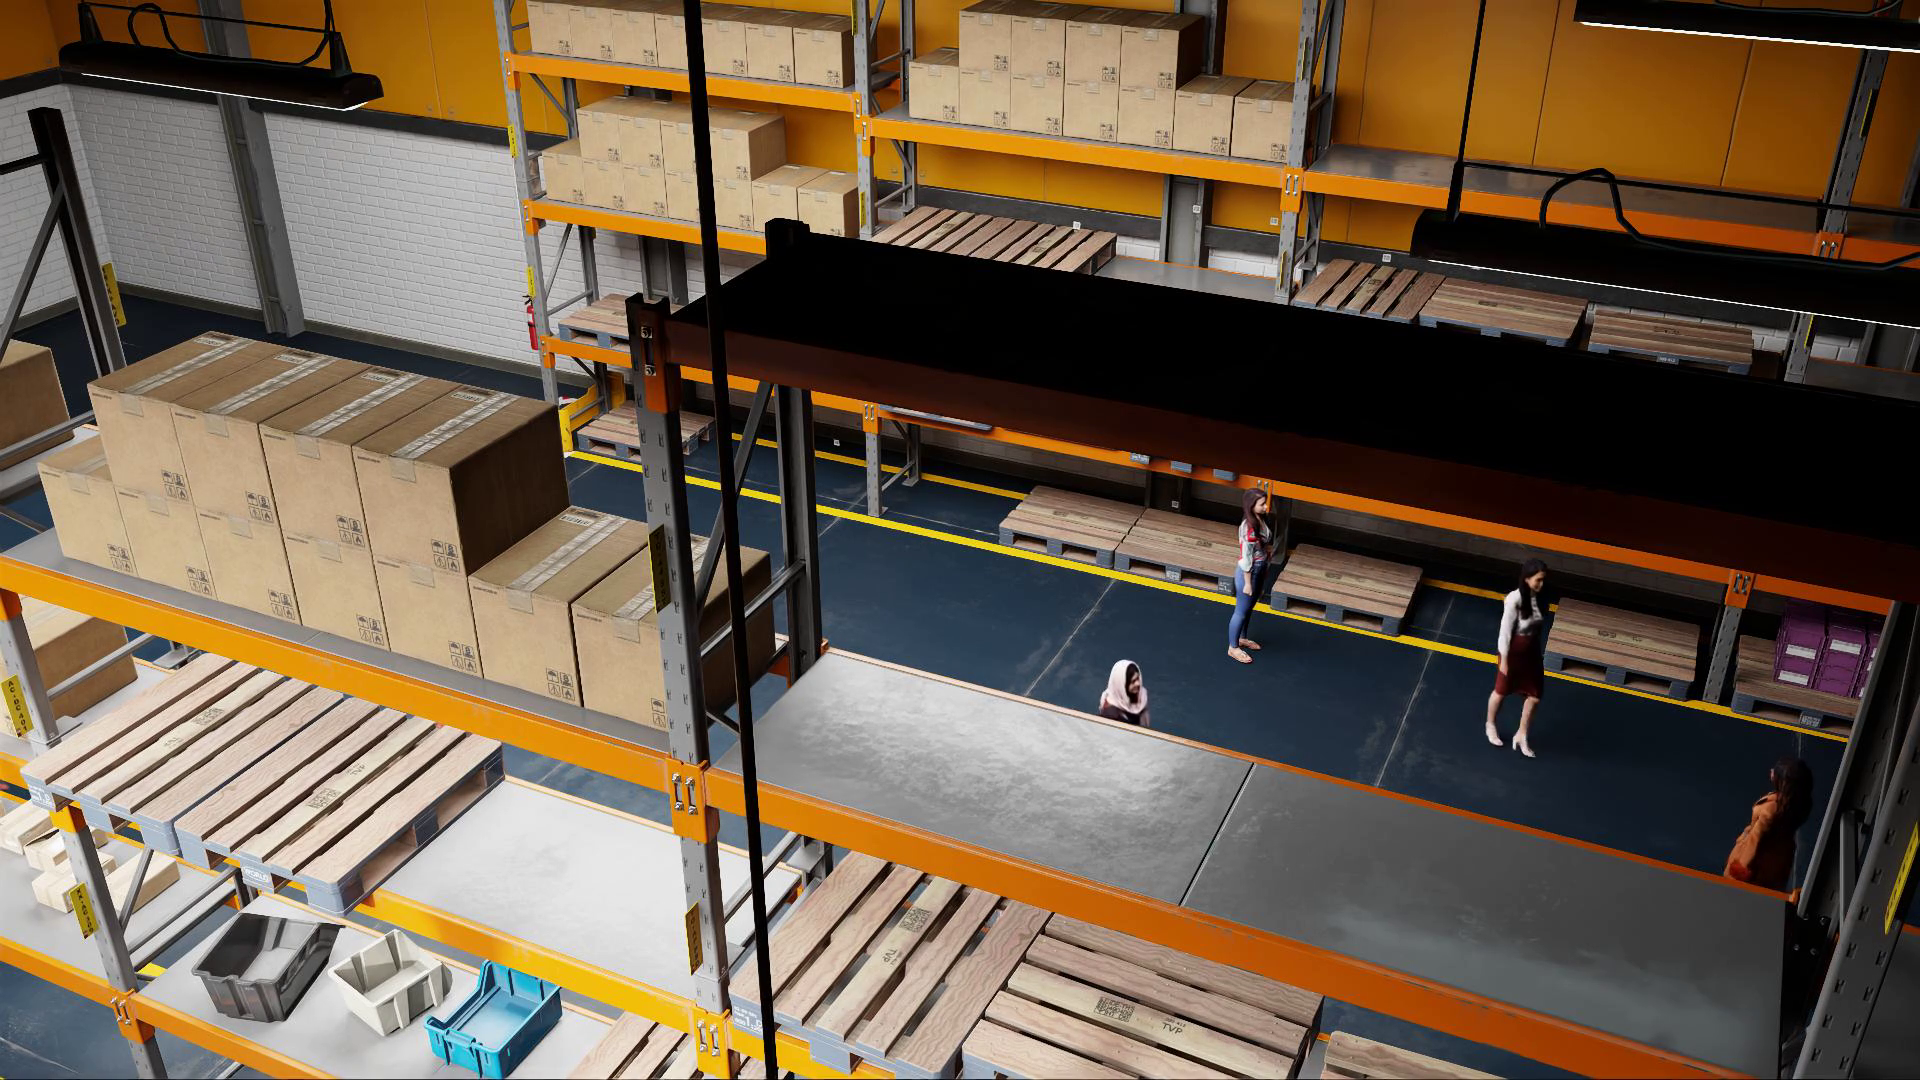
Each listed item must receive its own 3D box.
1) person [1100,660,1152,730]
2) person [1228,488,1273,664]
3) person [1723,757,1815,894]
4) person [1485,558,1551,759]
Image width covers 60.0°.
[{"bbox_3d":[1.119,1.545,12.089,0.891,1.620,0.677,16,33,27],"label":"person"},{"bbox_3d":[2.515,0.281,14.413,0.516,1.613,0.600,15,32,25],"label":"person"},{"bbox_3d":[5.325,2.153,10.882,0.996,1.708,1.088,-15,32,-26],"label":"person"},{"bbox_3d":[4.365,0.886,13.179,0.802,1.733,0.863,-13,31,-22],"label":"person"}]
